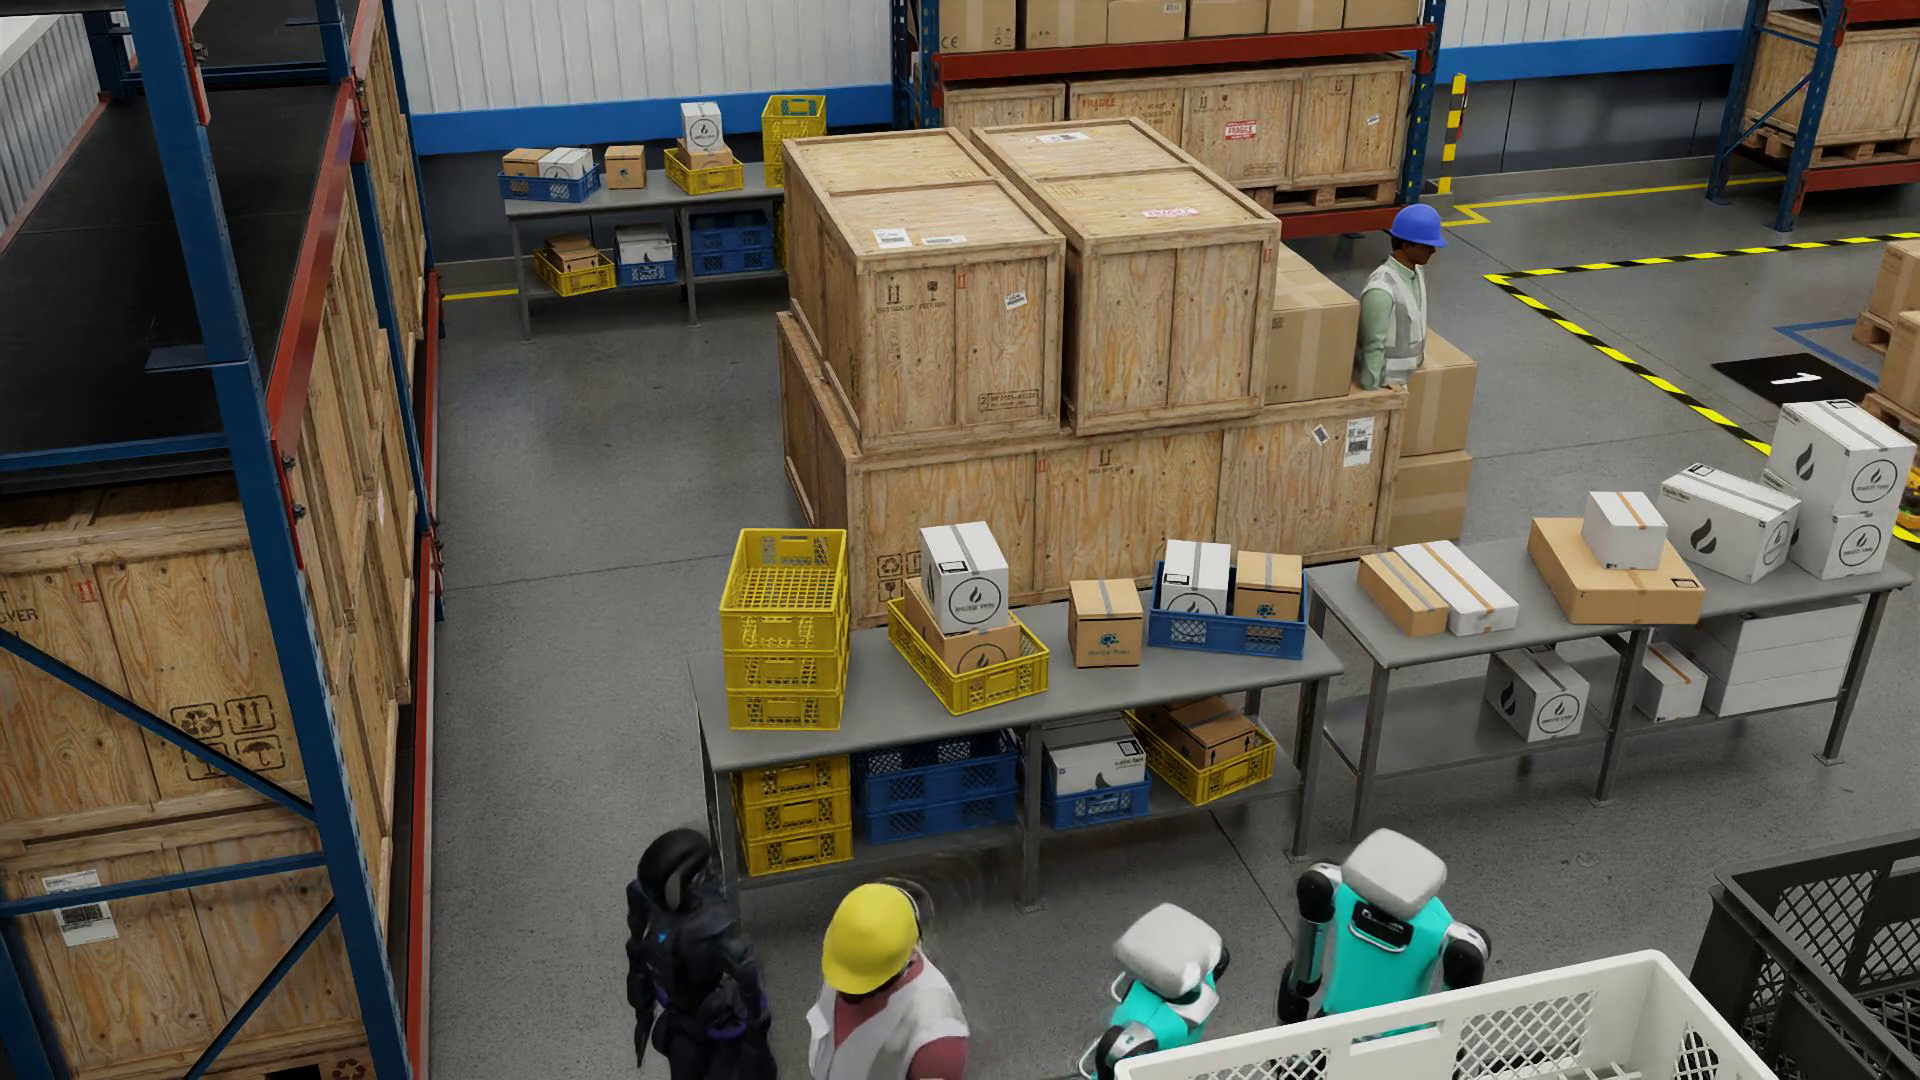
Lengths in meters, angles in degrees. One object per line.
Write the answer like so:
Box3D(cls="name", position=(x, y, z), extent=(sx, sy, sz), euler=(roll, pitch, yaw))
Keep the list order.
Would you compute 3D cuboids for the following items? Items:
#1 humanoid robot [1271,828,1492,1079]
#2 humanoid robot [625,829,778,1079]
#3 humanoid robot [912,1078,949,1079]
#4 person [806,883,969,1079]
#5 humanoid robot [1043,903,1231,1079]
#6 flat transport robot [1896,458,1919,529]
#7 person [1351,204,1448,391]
Box3D(cls="humanoid robot", position=(1.006, 1.647, 4.576), extent=(0.544, 1.780, 0.676), euler=(20, 35, 32))
Box3D(cls="humanoid robot", position=(-0.738, 1.487, 4.984), extent=(0.584, 1.653, 0.416), euler=(20, 35, 32))
Box3D(cls="humanoid robot", position=(0.078, 1.955, 4.052), extent=(0.874, 1.778, 0.548), euler=(-10, 30, -18))
Box3D(cls="person", position=(-0.177, 1.584, 4.691), extent=(0.916, 1.772, 0.637), euler=(-20, 34, -31))
Box3D(cls="humanoid robot", position=(0.264, 1.686, 4.635), extent=(0.841, 1.851, 0.536), euler=(18, 34, 29))
Box3D(cls="flat transport robot", position=(5.960, -0.376, 9.770), extent=(1.431, 0.197, 0.652), euler=(-7, 30, -13))
Box3D(cls="person", position=(2.308, -0.868, 8.967), extent=(0.411, 1.939, 0.602), euler=(18, 34, 29))
